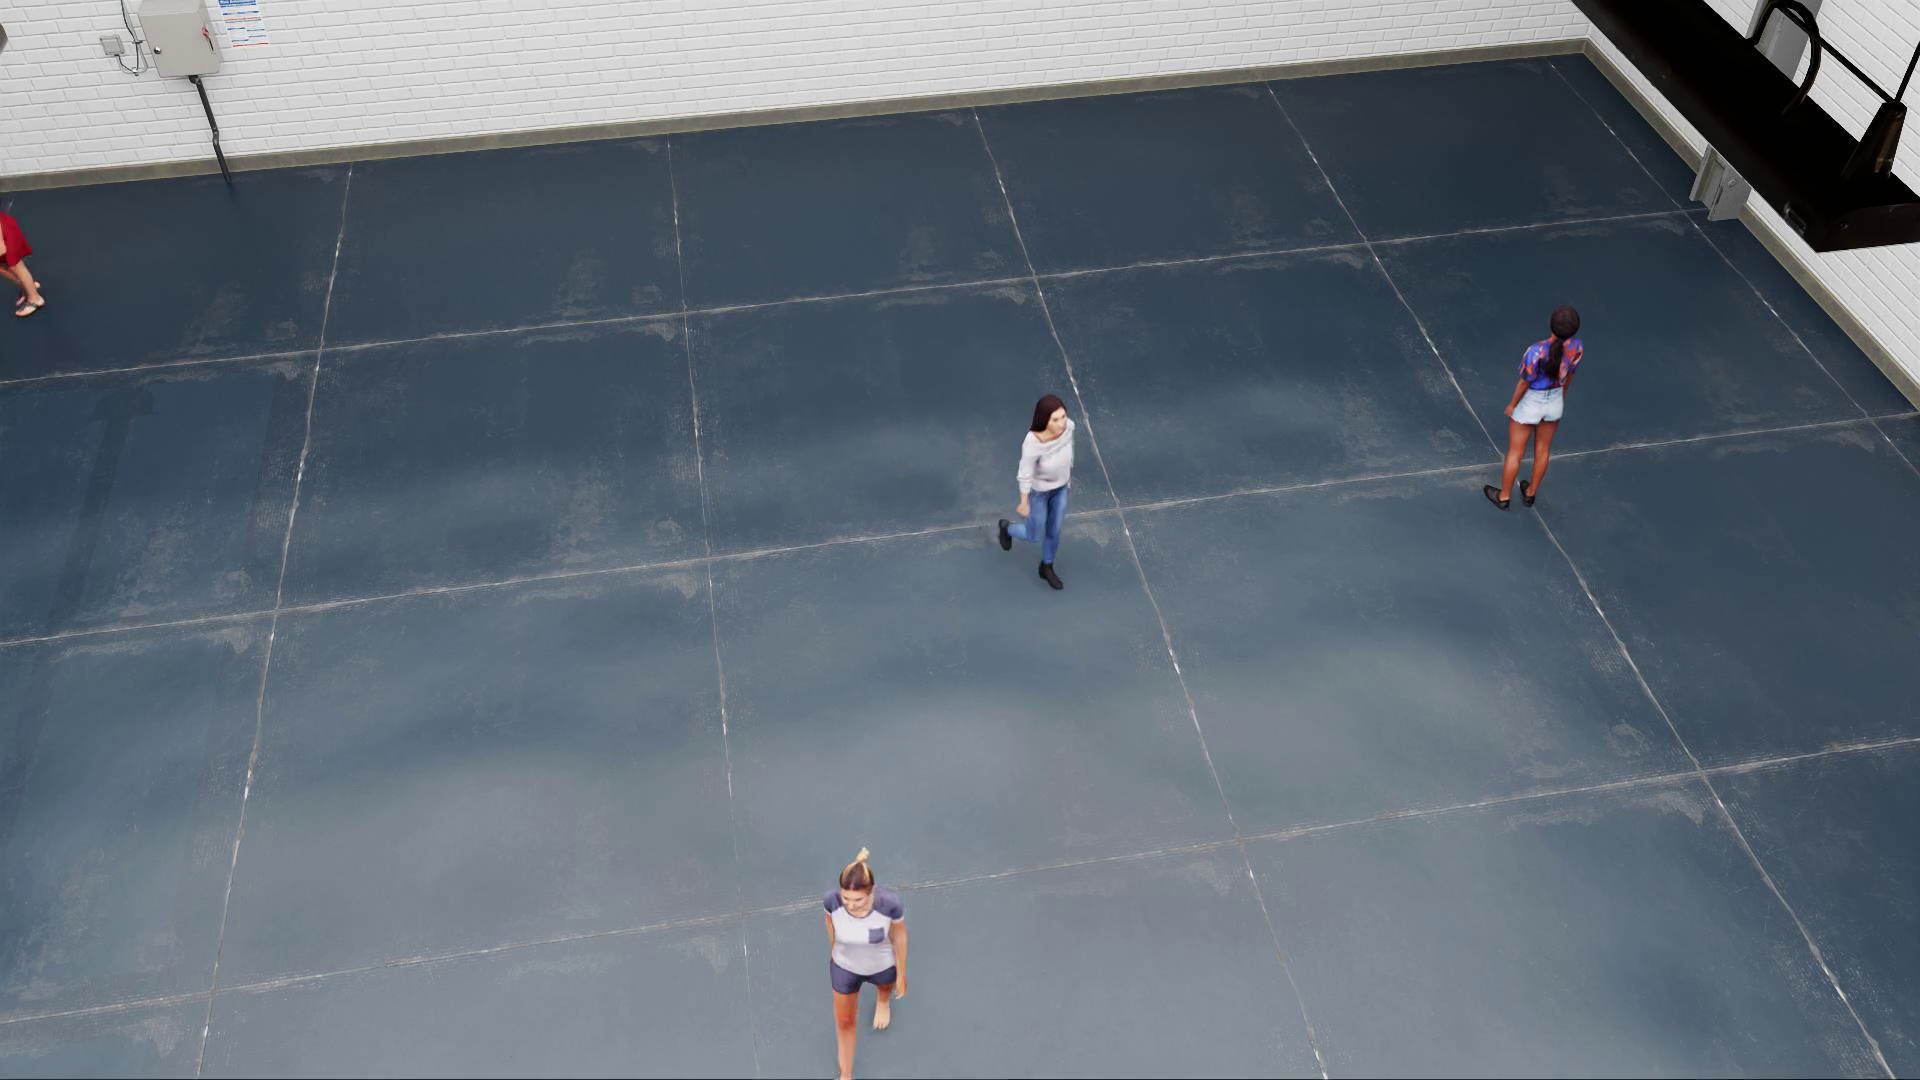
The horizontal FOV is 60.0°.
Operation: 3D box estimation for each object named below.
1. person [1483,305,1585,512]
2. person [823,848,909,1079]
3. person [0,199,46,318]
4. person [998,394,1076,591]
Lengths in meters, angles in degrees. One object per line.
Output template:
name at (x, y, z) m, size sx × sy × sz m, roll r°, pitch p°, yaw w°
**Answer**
person at (4.050, -0.925, 11.645) m, size 0.577 × 1.741 × 0.497 m, roll -7°, pitch 44°, yaw -7°
person at (-0.467, 2.093, 8.587) m, size 0.712 × 1.588 × 0.991 m, roll 1°, pitch 44°, yaw 1°
person at (-7.757, -2.544, 13.487) m, size 0.696 × 1.544 × 0.755 m, roll 27°, pitch 50°, yaw 25°
person at (0.517, -0.366, 11.147) m, size 0.838 × 1.618 × 0.950 m, roll -31°, pitch 51°, yaw -28°
